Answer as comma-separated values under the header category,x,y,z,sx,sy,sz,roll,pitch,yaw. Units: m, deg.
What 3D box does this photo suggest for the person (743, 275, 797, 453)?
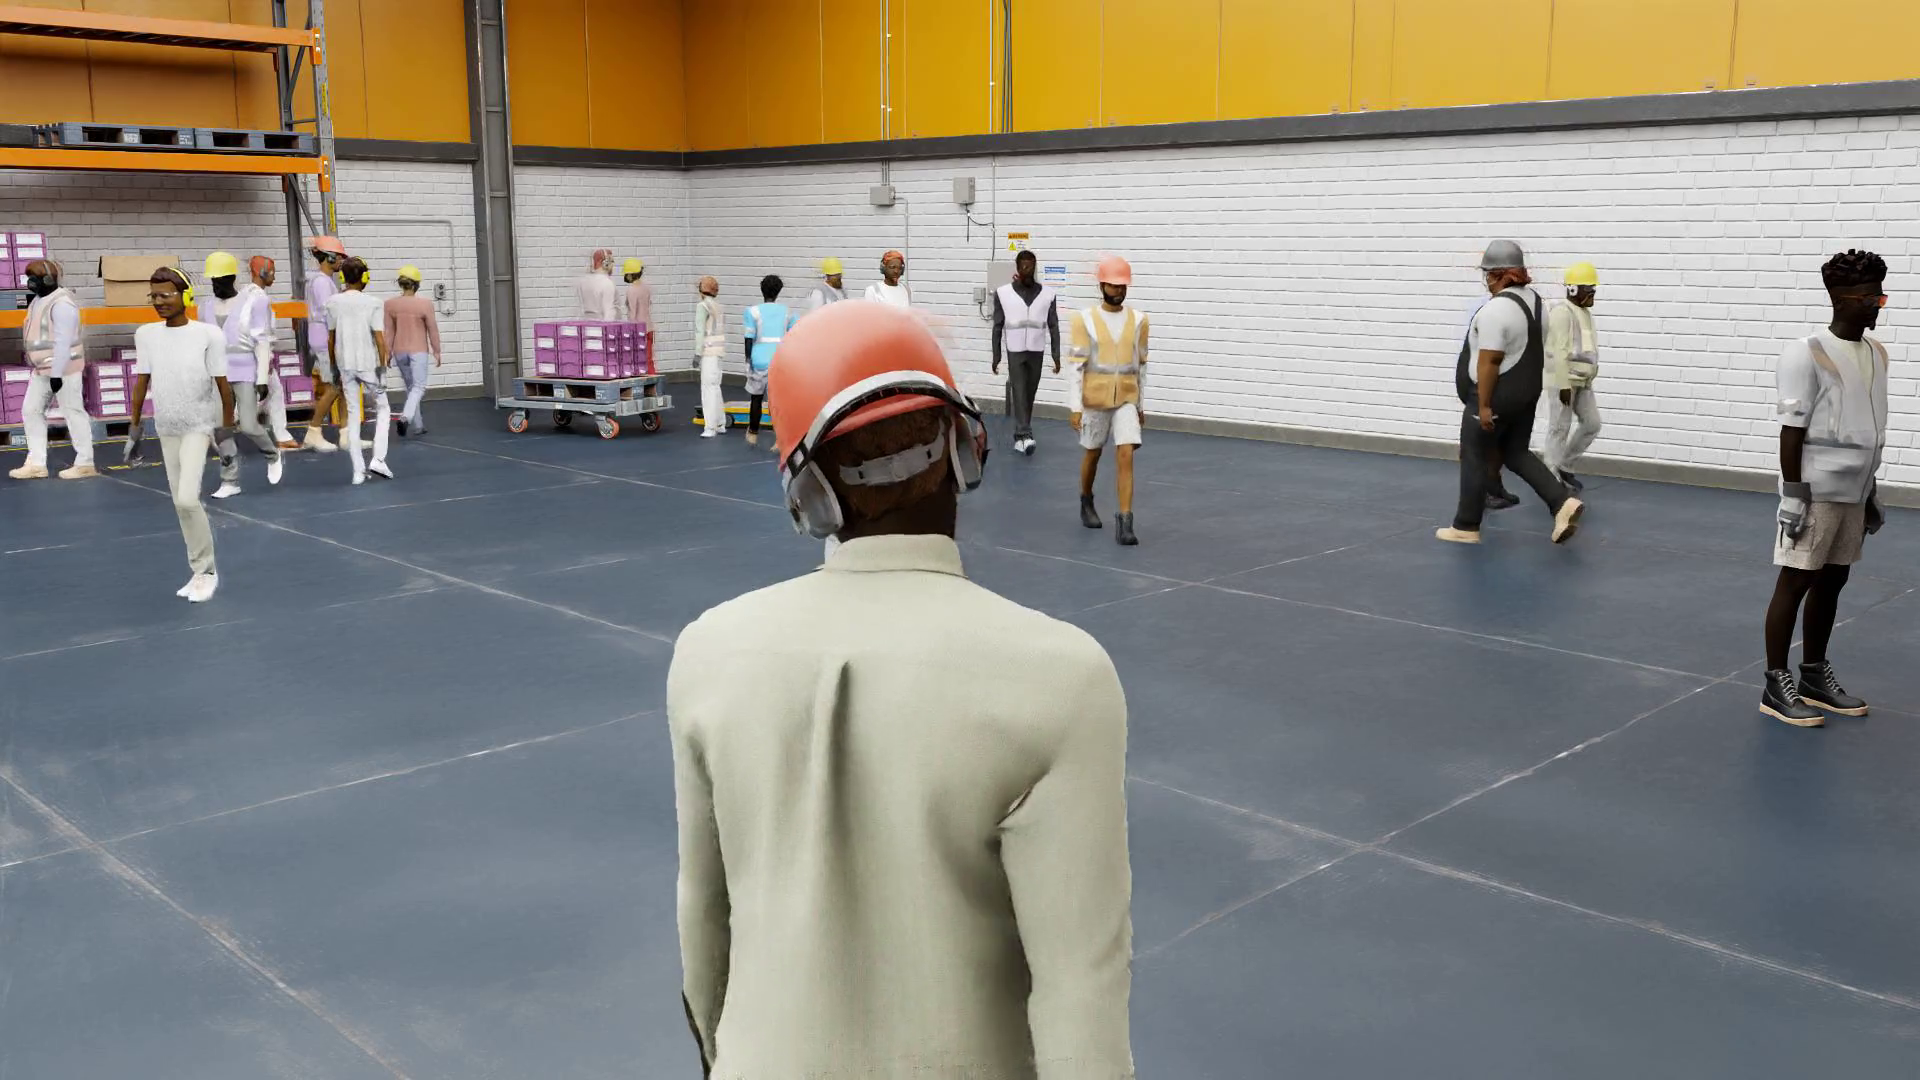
category,x,y,z,sx,sy,sz,roll,pitch,yaw
person,-1.784,-1.650,15.602,0.555,1.644,0.913,-4,11,-20

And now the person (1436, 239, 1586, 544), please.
category,x,y,z,sx,sy,sz,roll,pitch,yaw
person,3.597,-0.958,10.770,0.690,2.000,0.833,-9,13,-39

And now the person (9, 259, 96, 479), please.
category,x,y,z,sx,sy,sz,roll,pitch,yaw
person,-7.561,-1.385,13.692,0.667,1.814,0.755,9,14,40

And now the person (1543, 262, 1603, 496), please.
category,x,y,z,sx,sy,sz,roll,pitch,yaw
person,4.758,-1.243,12.937,0.598,1.818,0.431,-10,14,-43

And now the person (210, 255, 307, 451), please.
category,x,y,z,sx,sy,sz,roll,pitch,yaw
person,-6.588,-1.711,15.416,0.856,1.848,0.614,-6,12,-28

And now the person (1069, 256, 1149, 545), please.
category,x,y,z,sx,sy,sz,roll,pitch,yaw
person,0.991,-0.959,11.194,0.559,1.895,0.977,-2,11,-9

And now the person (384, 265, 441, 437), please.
category,x,y,z,sx,sy,sz,roll,pitch,yaw
person,-5.503,-1.875,16.623,0.548,1.732,0.781,1,10,5

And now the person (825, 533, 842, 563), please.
category,x,y,z,sx,sy,sz,roll,pitch,yaw
person,-0.577,-0.497,9.394,0.494,1.624,0.285,4,11,23

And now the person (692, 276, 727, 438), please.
category,x,y,z,sx,sy,sz,roll,pitch,yaw
person,-2.535,-1.844,16.792,0.318,1.606,0.711,2,11,10

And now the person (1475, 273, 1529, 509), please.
category,x,y,z,sx,sy,sz,roll,pitch,yaw
person,4.021,-1.170,12.252,0.536,1.920,0.560,3,11,15

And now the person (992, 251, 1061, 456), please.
category,x,y,z,sx,sy,sz,roll,pitch,yaw
person,0.637,-1.709,15.314,0.618,1.868,0.966,-2,11,-13

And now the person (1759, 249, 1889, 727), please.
category,x,y,z,sx,sy,sz,roll,pitch,yaw
person,3.631,-0.218,6.933,0.604,1.966,0.367,-6,12,-29

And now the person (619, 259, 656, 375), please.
category,x,y,z,sx,sy,sz,roll,pitch,yaw
person,-3.811,-2.436,19.645,0.513,1.743,0.613,3,11,17

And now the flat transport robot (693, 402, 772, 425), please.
category,x,y,z,sx,sy,sz,roll,pitch,yaw
flat transport robot,-2.044,-1.331,17.630,1.431,0.197,0.652,3,11,18

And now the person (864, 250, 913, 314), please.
category,x,y,z,sx,sy,sz,roll,pitch,yaw
person,-0.640,-1.715,15.326,0.337,1.881,0.585,10,14,42

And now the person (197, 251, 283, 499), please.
category,x,y,z,sx,sy,sz,roll,pitch,yaw
person,-5.609,-1.290,12.946,0.598,1.903,0.613,2,11,9

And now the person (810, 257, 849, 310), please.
category,x,y,z,sx,sy,sz,roll,pitch,yaw
person,-1.496,-2.271,18.631,0.814,1.793,0.606,7,12,33

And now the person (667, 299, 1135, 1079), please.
category,x,y,z,sx,sy,sz,roll,pitch,yaw
person,-0.074,0.697,1.991,0.648,1.947,0.518,5,11,25

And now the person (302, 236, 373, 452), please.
category,x,y,z,sx,sy,sz,roll,pitch,yaw
person,-5.869,-1.826,15.550,0.563,2.009,0.656,-3,11,-15

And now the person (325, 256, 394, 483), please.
category,x,y,z,sx,sy,sz,roll,pitch,yaw
person,-4.933,-1.389,13.649,0.517,1.856,0.454,0,10,-3

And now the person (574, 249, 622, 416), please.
category,x,y,z,sx,sy,sz,roll,pitch,yaw
person,-4.008,-2.313,18.676,0.874,1.886,0.647,-10,14,-42

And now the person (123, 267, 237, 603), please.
category,x,y,z,sx,sy,sz,roll,pitch,yaw
person,-4.334,-0.572,9.201,0.531,1.850,0.603,2,11,10
